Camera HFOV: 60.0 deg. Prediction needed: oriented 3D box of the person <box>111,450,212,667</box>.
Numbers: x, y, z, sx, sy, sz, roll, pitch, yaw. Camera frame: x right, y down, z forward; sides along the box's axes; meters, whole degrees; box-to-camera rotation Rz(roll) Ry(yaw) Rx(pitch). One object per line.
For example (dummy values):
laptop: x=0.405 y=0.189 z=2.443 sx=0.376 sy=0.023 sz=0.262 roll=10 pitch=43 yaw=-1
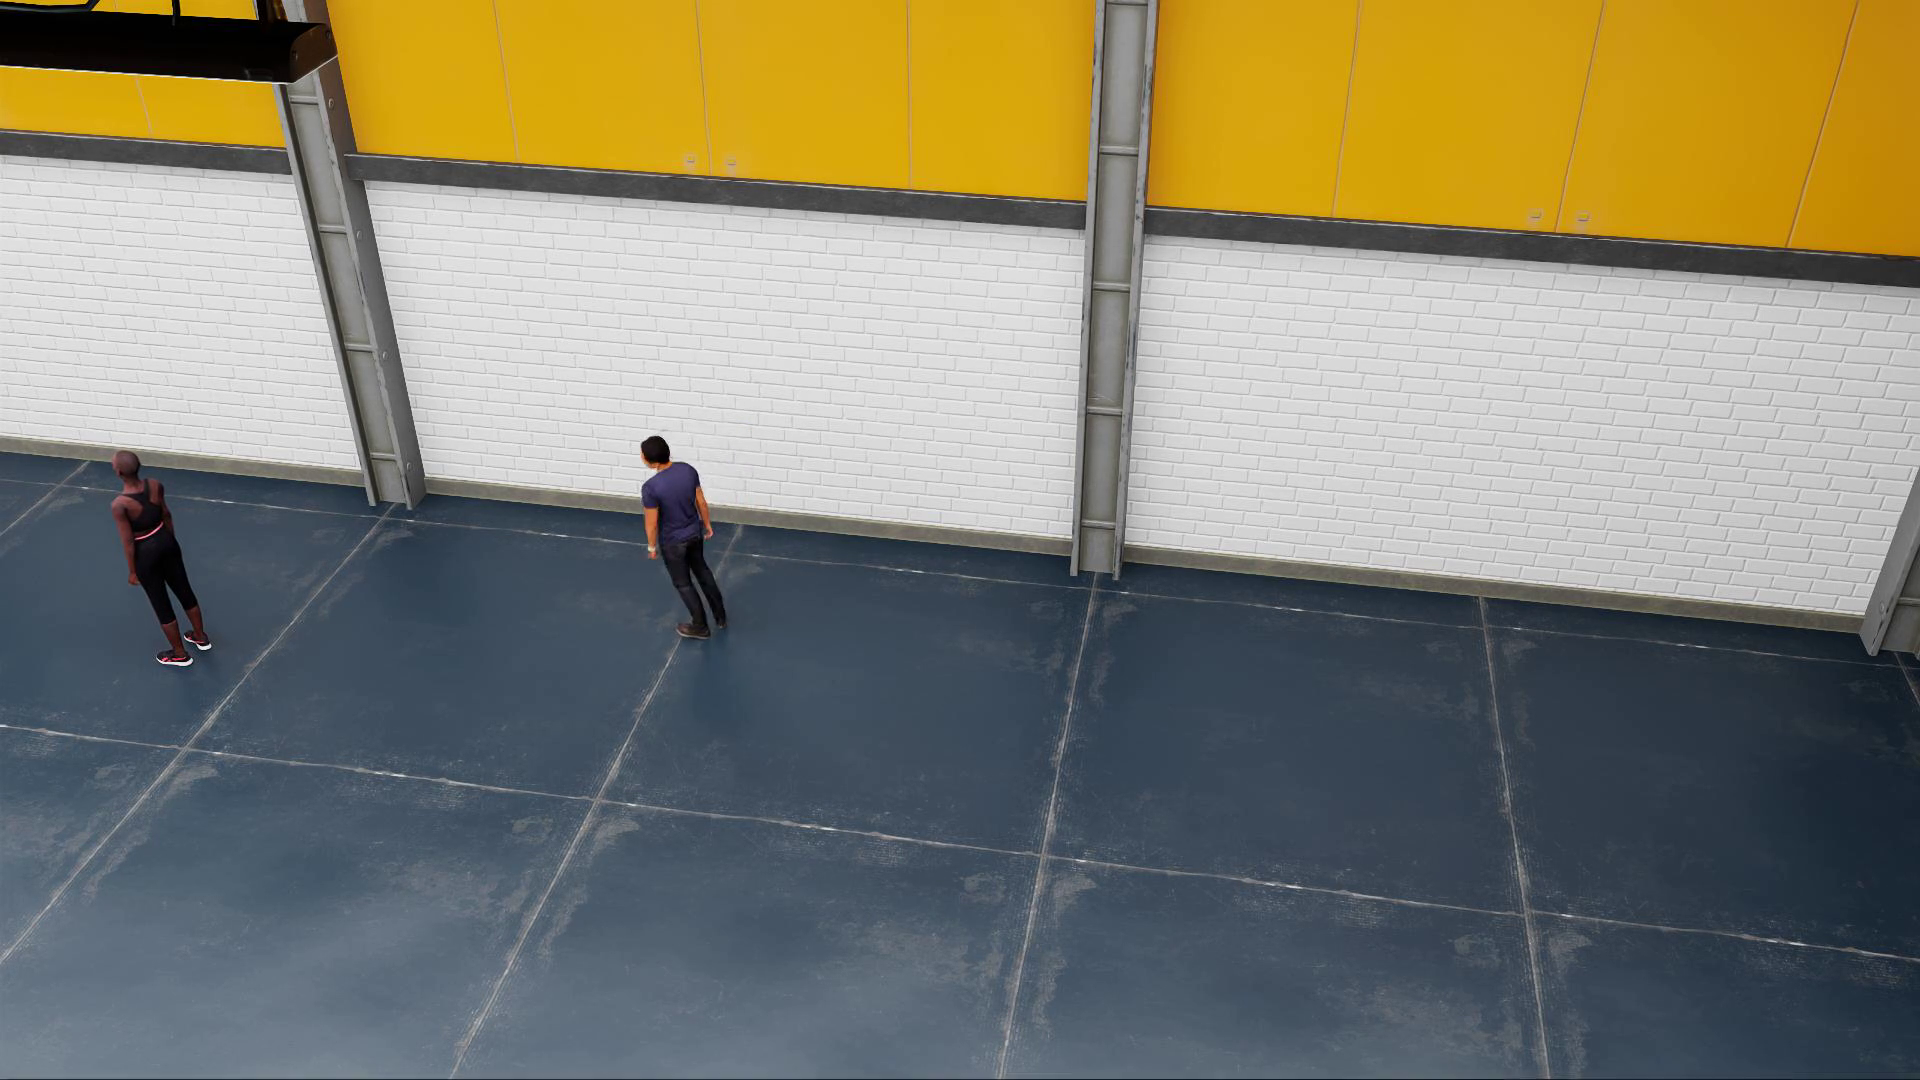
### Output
person: x=-5.765 y=0.117 z=11.937 sx=0.613 sy=1.757 sz=0.635 roll=15 pitch=36 yaw=21

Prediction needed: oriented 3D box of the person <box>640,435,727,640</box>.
person: x=-2.001 y=-0.015 z=12.136 sx=0.832 sy=1.758 sz=0.786 roll=-23 pitch=40 yaw=-30
